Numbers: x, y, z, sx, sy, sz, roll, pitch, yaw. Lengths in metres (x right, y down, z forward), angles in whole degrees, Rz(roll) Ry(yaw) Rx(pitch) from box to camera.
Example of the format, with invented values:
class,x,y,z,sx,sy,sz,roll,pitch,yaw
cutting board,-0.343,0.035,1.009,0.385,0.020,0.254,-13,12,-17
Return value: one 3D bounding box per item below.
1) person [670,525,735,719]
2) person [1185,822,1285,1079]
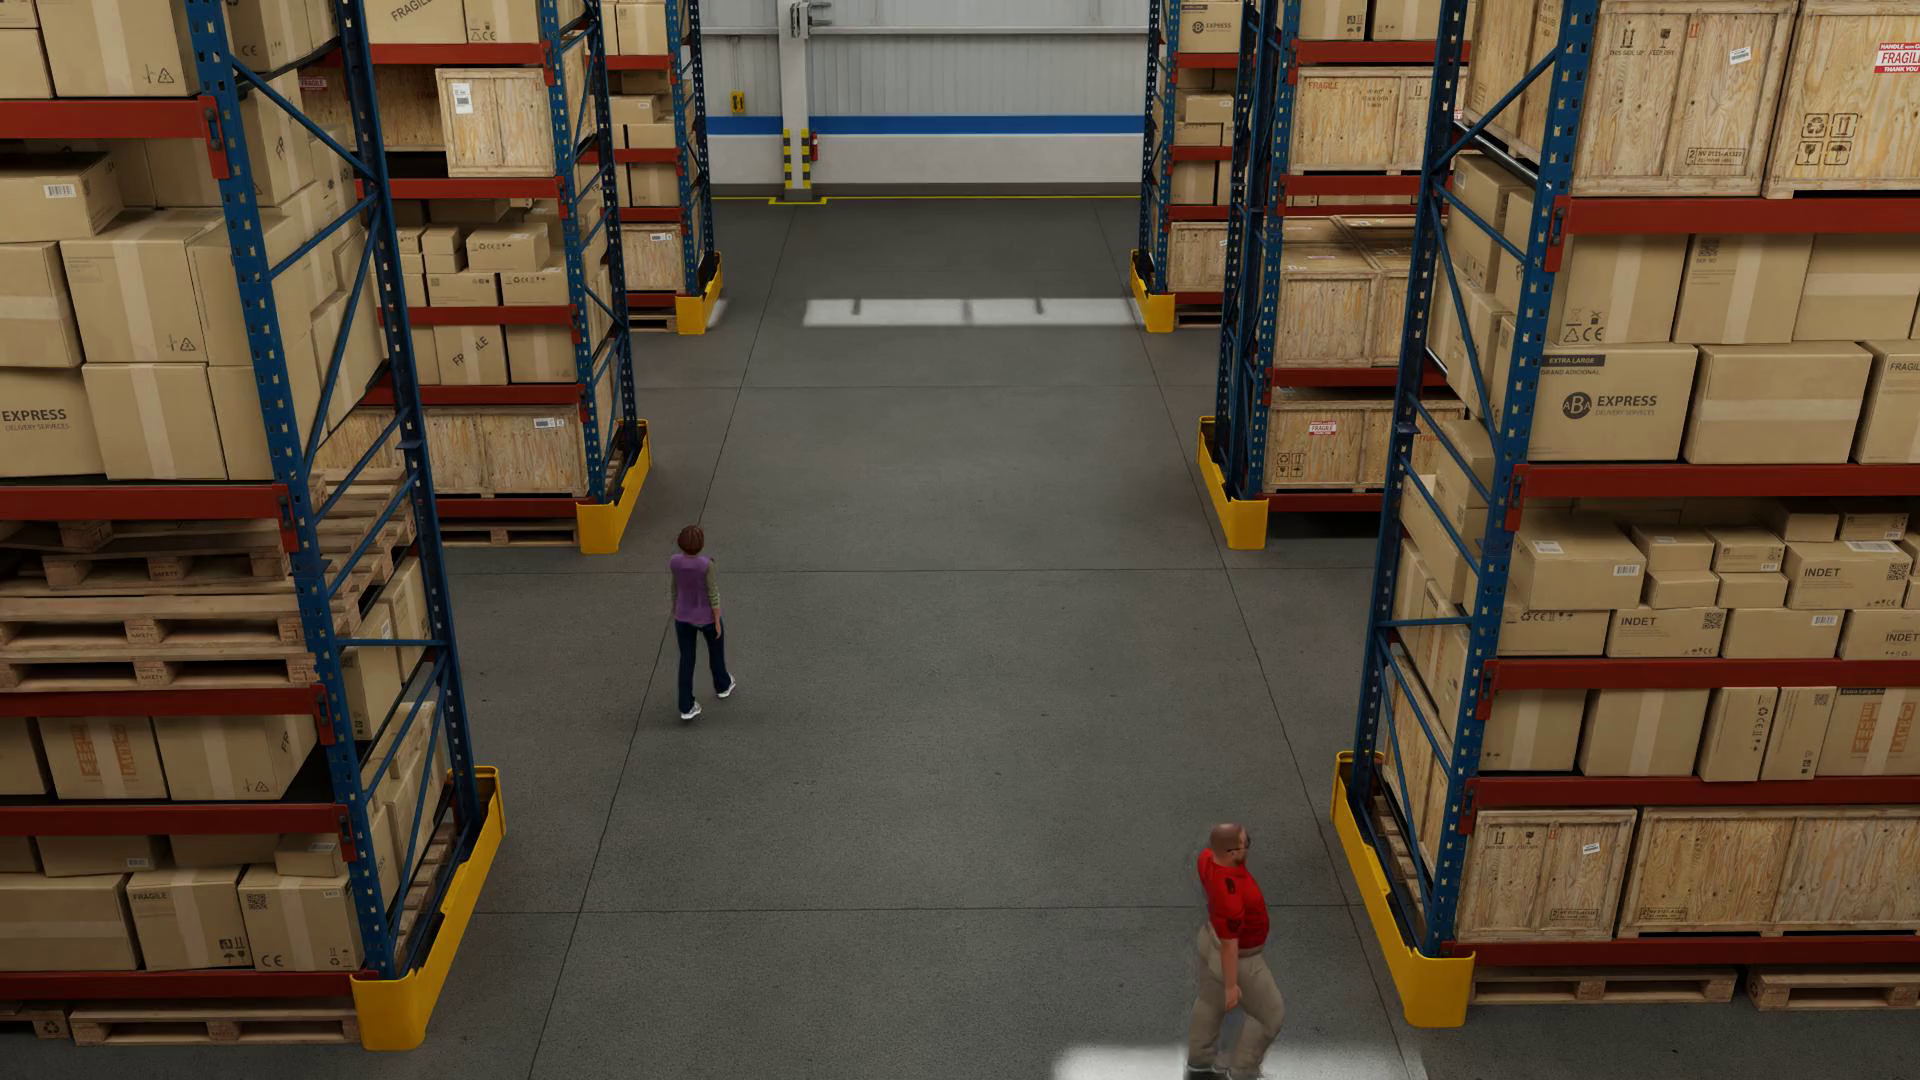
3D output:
class,x,y,z,sx,sy,sz,roll,pitch,yaw
person,-2.009,0.578,12.842,0.415,1.590,0.711,5,25,10
person,1.536,2.249,9.076,0.494,1.722,0.569,-5,26,-11
